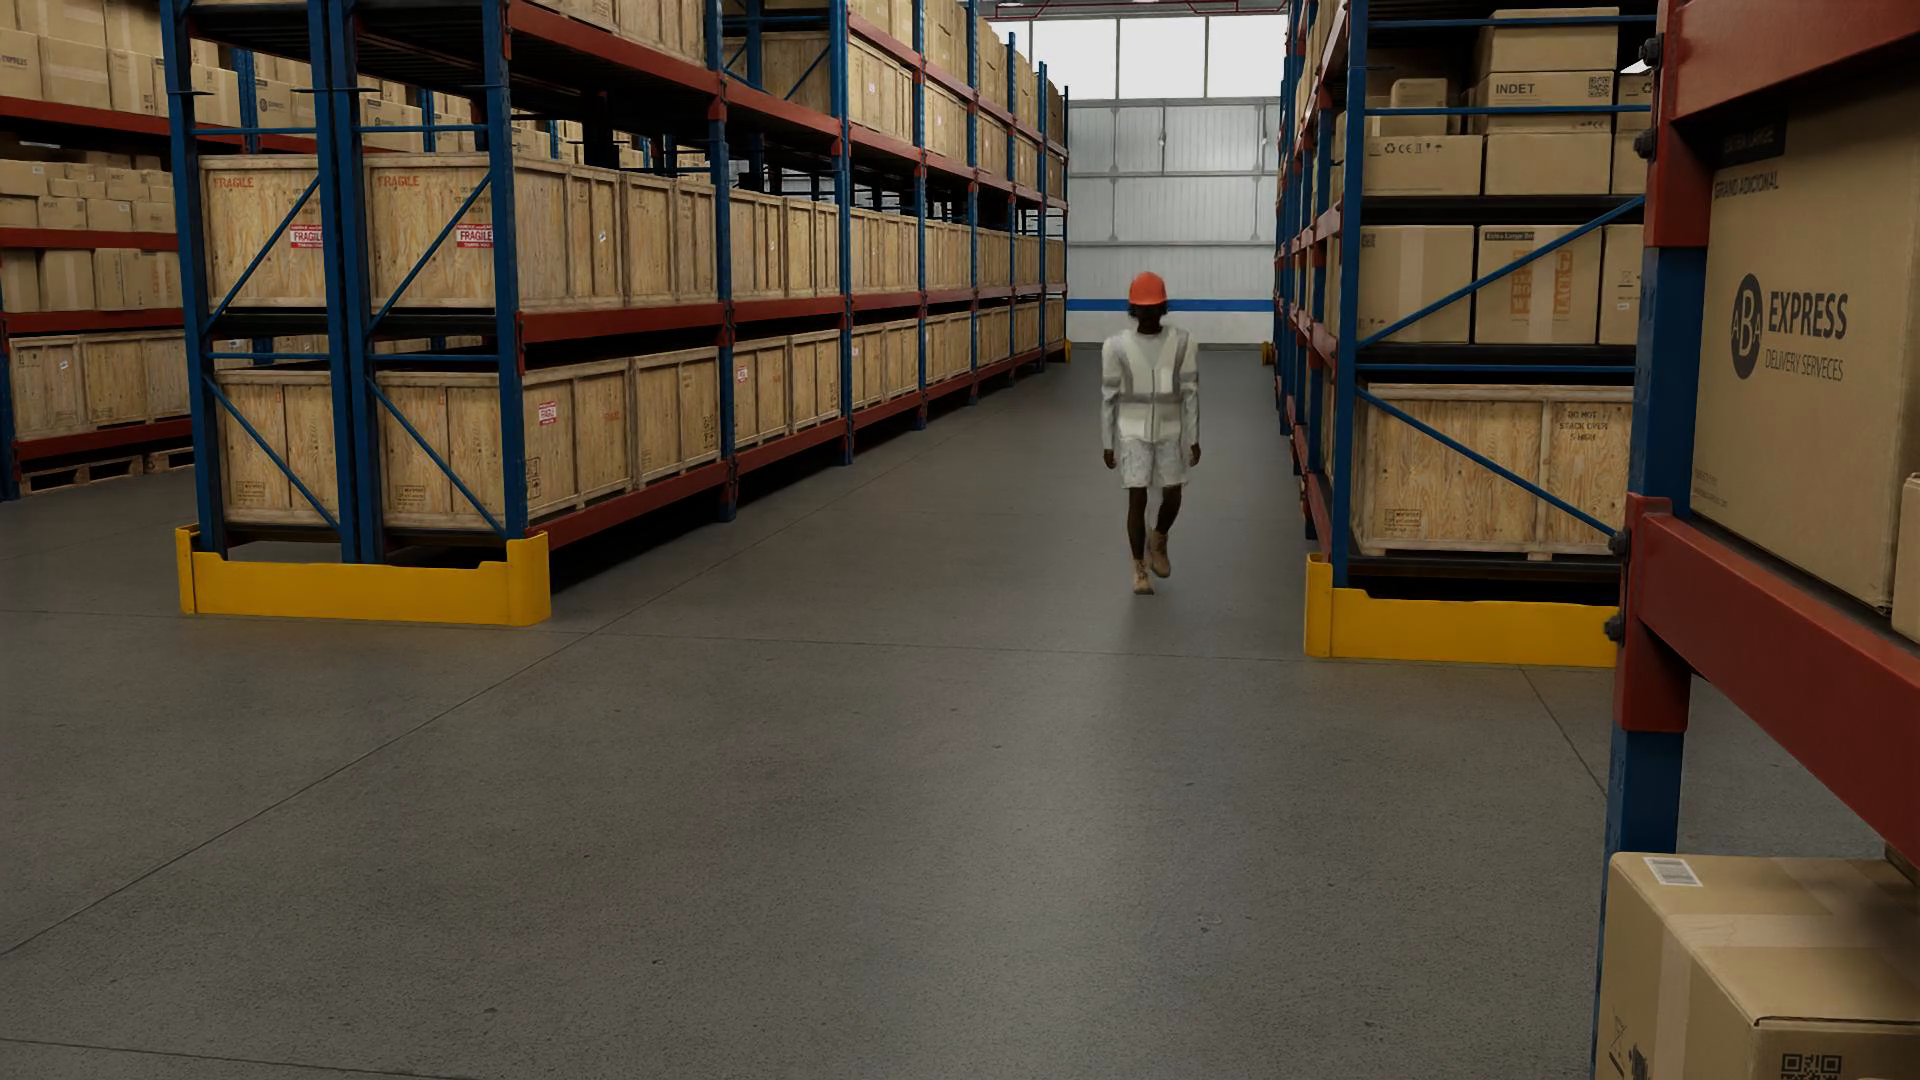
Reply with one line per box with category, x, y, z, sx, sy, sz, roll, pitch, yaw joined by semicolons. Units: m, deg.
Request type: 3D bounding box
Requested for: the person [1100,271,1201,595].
person;1.201;-0.667;10.465;0.647;2.026;0.508;0;9;0
